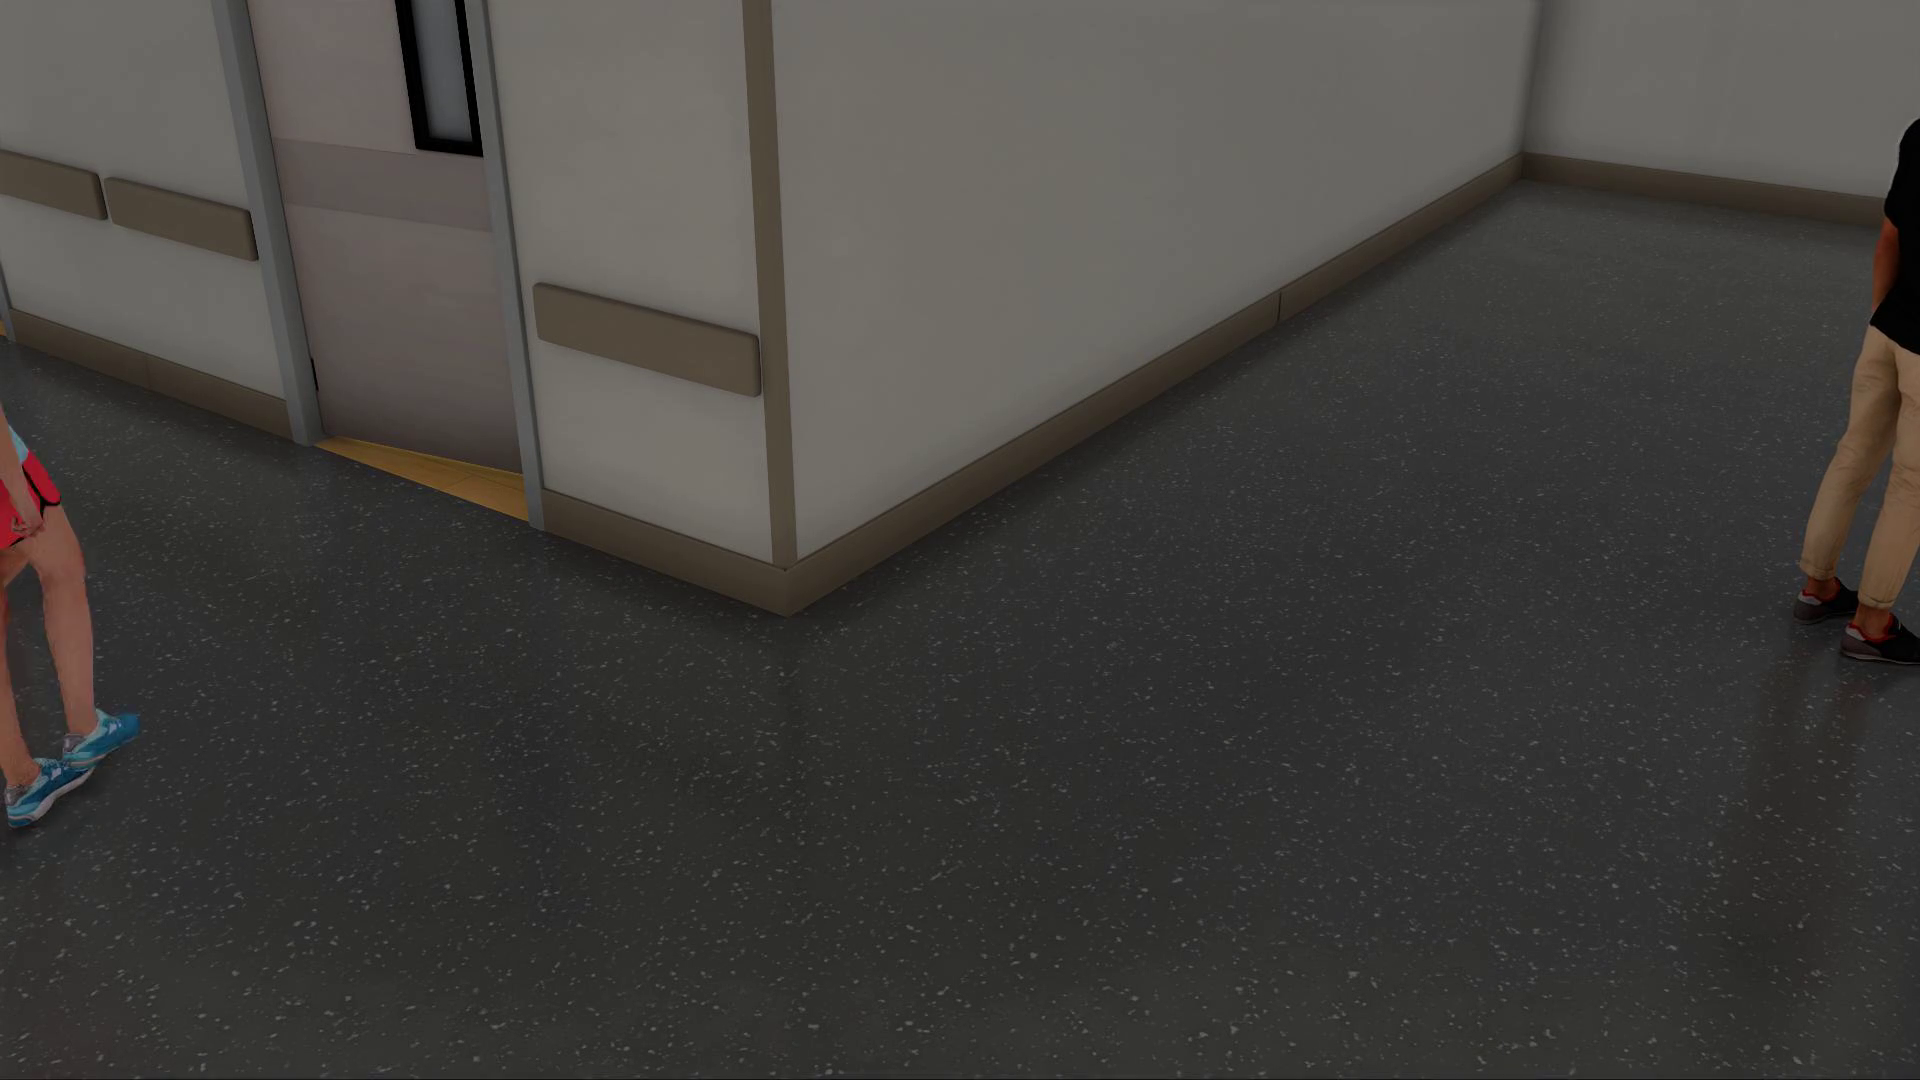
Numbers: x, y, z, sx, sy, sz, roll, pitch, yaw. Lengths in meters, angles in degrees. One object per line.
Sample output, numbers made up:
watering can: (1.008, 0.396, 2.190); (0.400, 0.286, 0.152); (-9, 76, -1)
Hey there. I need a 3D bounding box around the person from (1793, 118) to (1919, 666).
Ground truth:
person: (2.713, -0.553, 4.674); (0.760, 1.858, 0.700); (-4, 26, -9)
